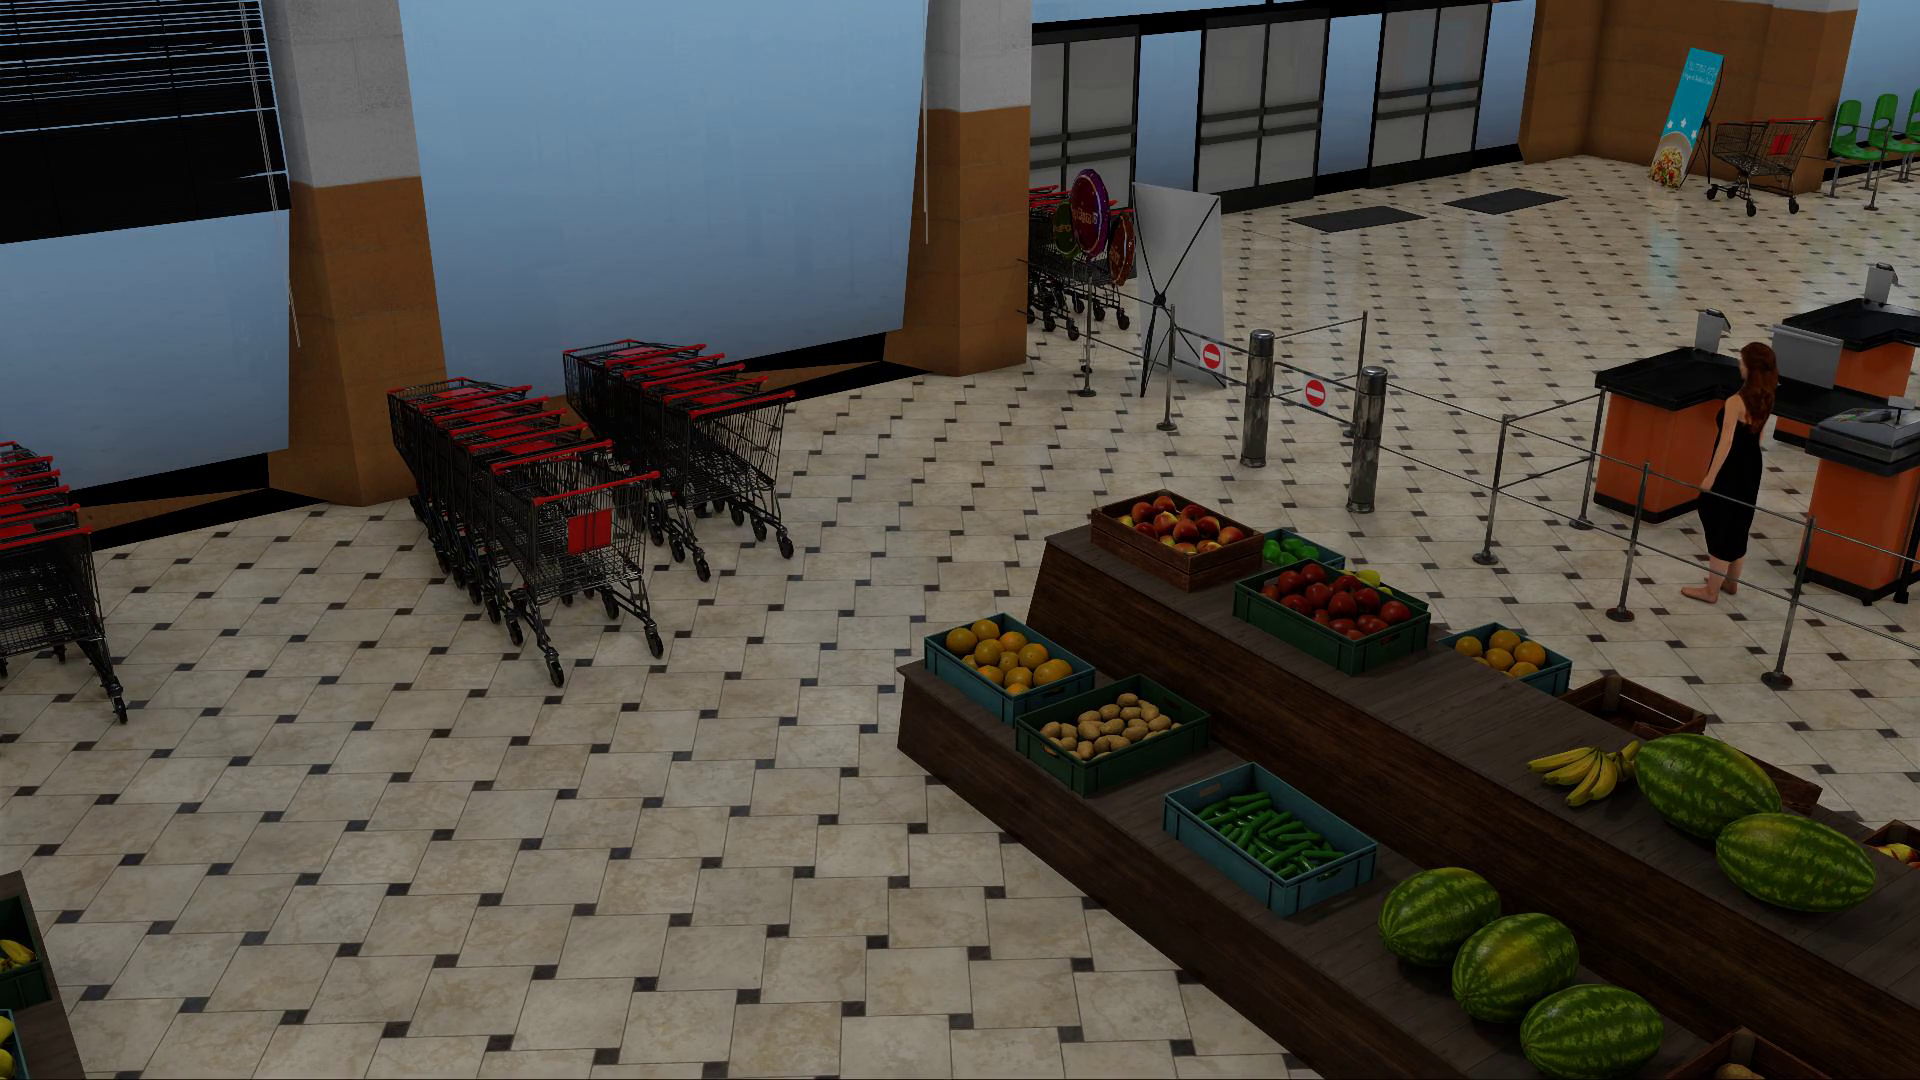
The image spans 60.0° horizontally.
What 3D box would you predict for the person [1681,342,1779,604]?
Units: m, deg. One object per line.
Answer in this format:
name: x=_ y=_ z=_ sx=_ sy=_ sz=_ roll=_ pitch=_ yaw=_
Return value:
person: x=4.659 y=-0.400 z=9.979 sx=0.570 sy=1.626 sz=0.561 roll=-14 pitch=27 yaw=-29
